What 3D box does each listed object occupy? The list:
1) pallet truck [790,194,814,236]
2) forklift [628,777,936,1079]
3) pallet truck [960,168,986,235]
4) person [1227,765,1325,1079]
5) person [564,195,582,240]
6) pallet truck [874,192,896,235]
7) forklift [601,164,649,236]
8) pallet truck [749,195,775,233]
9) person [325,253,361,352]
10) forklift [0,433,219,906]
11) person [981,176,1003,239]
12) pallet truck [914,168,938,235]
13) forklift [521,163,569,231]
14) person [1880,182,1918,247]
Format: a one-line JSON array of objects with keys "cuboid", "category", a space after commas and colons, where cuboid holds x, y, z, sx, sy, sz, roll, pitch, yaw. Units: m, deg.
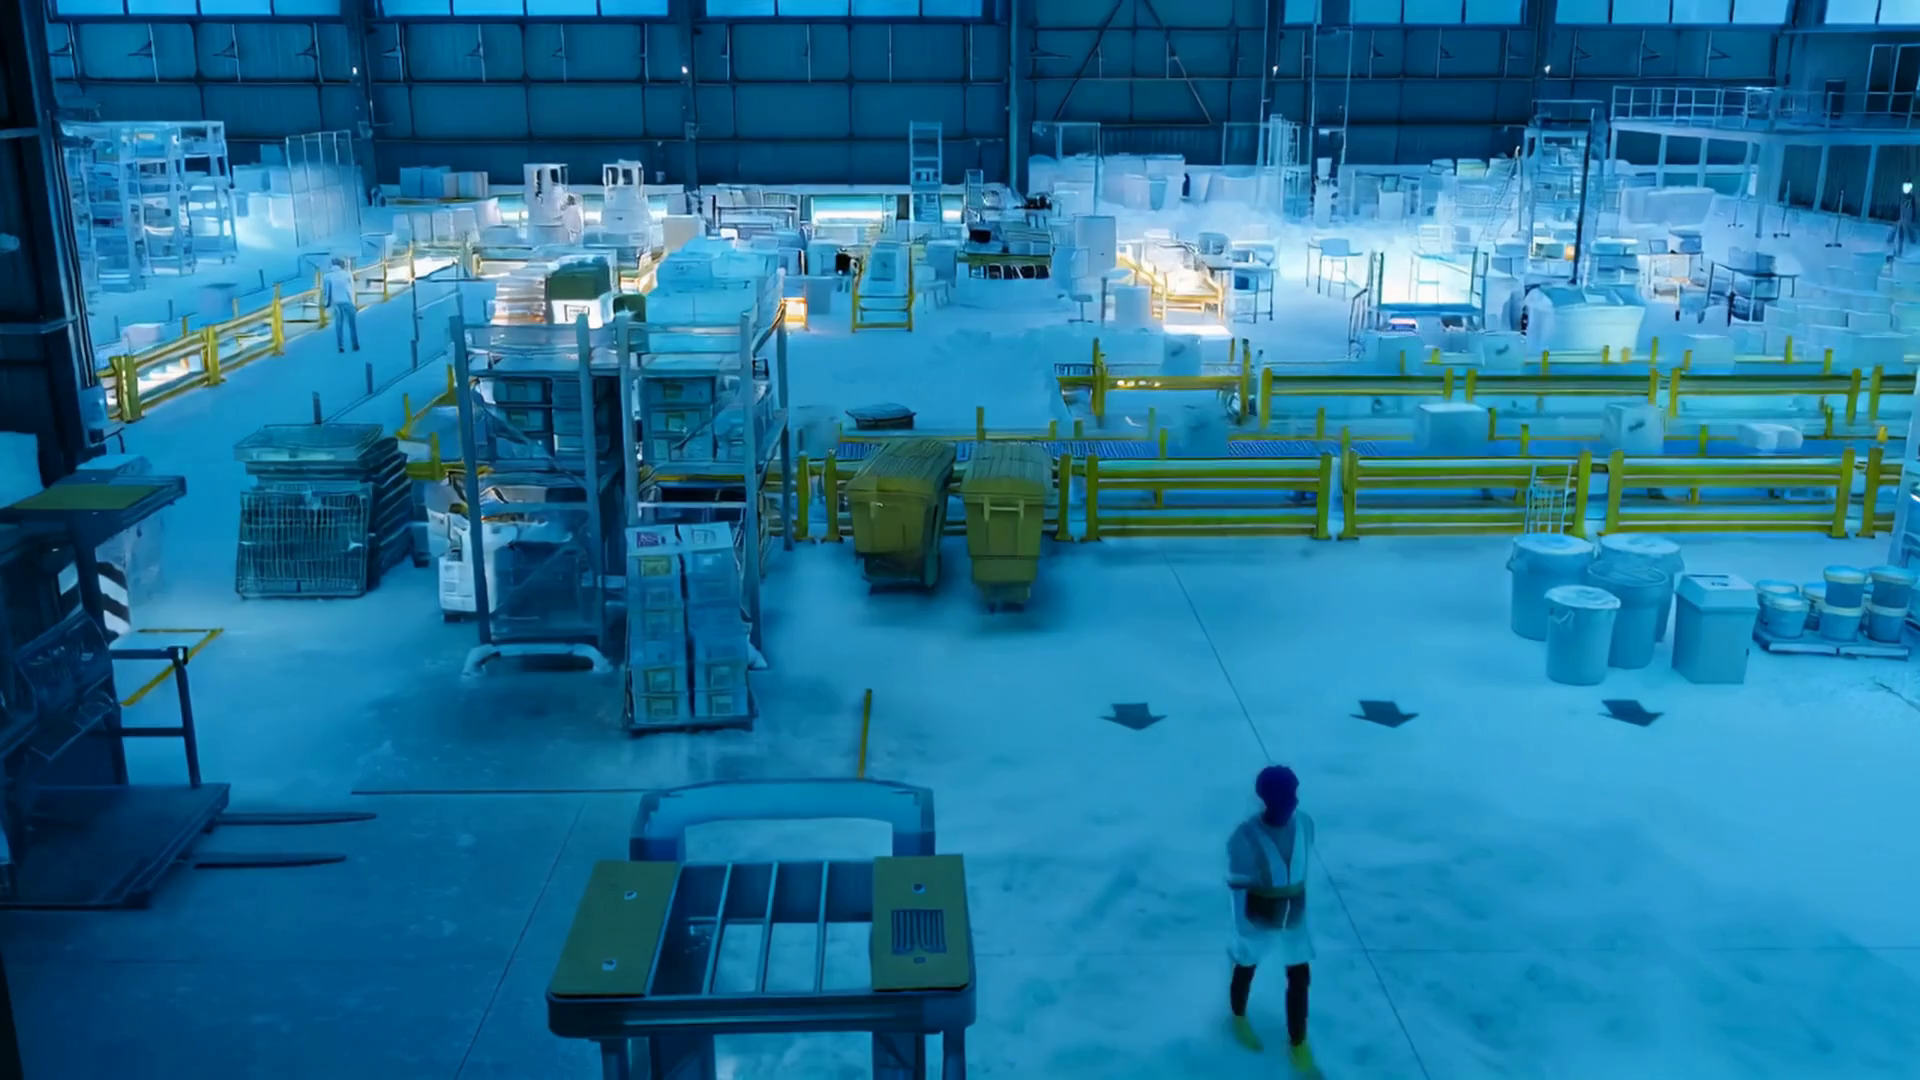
[{"cuboid": [-4.814, -9.883, 50.259, 0.704, 1.261, 1.522, -1, 16, -3], "category": "pallet truck"}, {"cuboid": [-0.542, 2.165, 5.552, 1.129, 2.768, 1.873, -1, 16, -2], "category": "forklift"}, {"cuboid": [0.383, -10.230, 50.206, 0.823, 1.965, 1.885, -1, 16, -3], "category": "pallet truck"}, {"cuboid": [1.620, 1.951, 8.440, 0.546, 1.661, 0.752, -7, 18, -24], "category": "person"}, {"cuboid": [-9.619, -7.633, 41.384, 0.803, 1.884, 0.663, -11, 19, -34], "category": "person"}, {"cuboid": [-2.277, -9.986, 50.594, 0.653, 1.274, 1.630, 0, 16, -1], "category": "pallet truck"}, {"cuboid": [-9.948, -10.127, 49.296, 1.157, 1.987, 2.680, -1, 16, -3], "category": "forklift"}, {"cuboid": [-6.051, -9.967, 50.660, 0.680, 1.201, 1.601, 0, 16, -1], "category": "pallet truck"}, {"cuboid": [-11.071, -4.253, 29.847, 0.524, 1.768, 0.311, -3, 16, -11], "category": "person"}, {"cuboid": [-5.952, 0.780, 10.366, 1.873, 2.768, 1.129, 0, 16, -1], "category": "forklift"}, {"cuboid": [0.874, -8.936, 45.628, 0.608, 2.044, 0.377, 3, 16, 10], "category": "person"}, {"cuboid": [-0.989, -10.316, 50.507, 0.823, 1.965, 1.885, 1, 16, 3], "category": "pallet truck"}, {"cuboid": [-12.233, -10.122, 49.298, 1.157, 1.987, 2.680, 0, 16, -1], "category": "forklift"}, {"cuboid": [26.713, -9.193, 46.983, 0.516, 1.800, 0.983, -11, 19, -33], "category": "person"}]
